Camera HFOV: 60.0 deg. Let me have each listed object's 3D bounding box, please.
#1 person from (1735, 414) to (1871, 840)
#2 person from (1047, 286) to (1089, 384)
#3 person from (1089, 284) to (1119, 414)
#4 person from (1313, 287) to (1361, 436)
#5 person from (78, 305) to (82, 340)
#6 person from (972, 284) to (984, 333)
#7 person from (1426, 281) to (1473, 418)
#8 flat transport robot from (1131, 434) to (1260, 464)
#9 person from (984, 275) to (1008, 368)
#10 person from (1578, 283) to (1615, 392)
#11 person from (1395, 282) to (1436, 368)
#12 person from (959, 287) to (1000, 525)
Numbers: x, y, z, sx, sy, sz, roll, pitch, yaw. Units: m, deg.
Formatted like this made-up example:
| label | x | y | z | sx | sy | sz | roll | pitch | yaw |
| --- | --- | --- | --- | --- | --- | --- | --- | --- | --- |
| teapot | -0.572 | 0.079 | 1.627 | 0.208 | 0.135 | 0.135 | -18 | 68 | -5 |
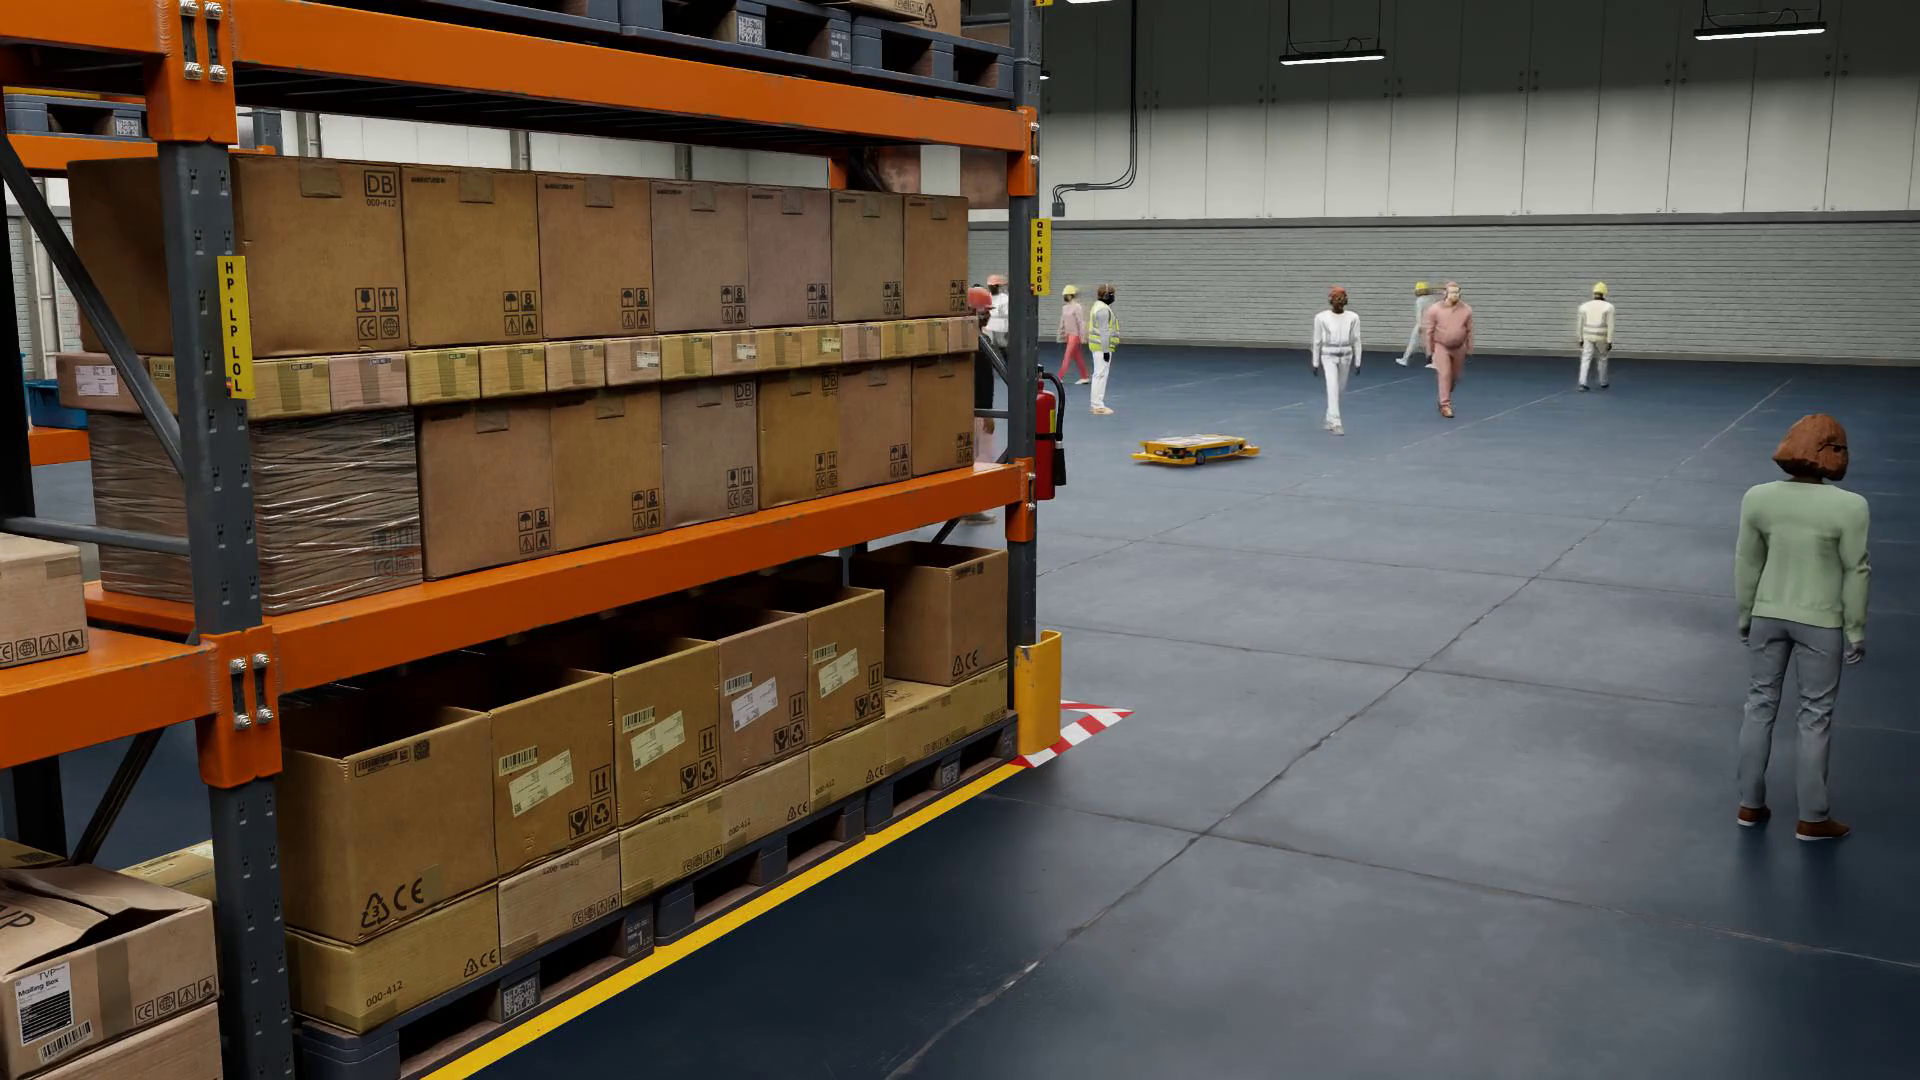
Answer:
| label | x | y | z | sx | sy | sz | roll | pitch | yaw |
| --- | --- | --- | --- | --- | --- | --- | --- | --- | --- |
| person | 3.227 | 0.330 | 6.396 | 0.280 | 1.633 | 0.498 | -7 | 12 | -36 |
| person | 1.892 | -3.529 | 28.758 | 0.921 | 1.716 | 0.545 | -5 | 11 | -26 |
| person | 2.035 | -2.690 | 23.517 | 0.429 | 1.838 | 0.630 | 0 | 10 | -1 |
| person | 4.747 | -2.267 | 20.993 | 0.584 | 1.849 | 0.935 | -1 | 10 | -4 |
| person | -14.727 | -3.581 | 28.616 | 0.665 | 1.856 | 0.971 | 6 | 11 | 30 |
| person | 0.317 | -4.006 | 31.595 | 0.530 | 1.697 | 0.321 | 3 | 10 | 17 |
| person | 6.834 | -2.672 | 23.260 | 0.650 | 1.883 | 0.822 | -1 | 10 | -3 |
| flat transport robot | 2.582 | -1.001 | 18.173 | 1.431 | 0.197 | 0.652 | -9 | 13 | -43 |
| person | 0.664 | -3.842 | 30.048 | 0.549 | 1.906 | 0.955 | 5 | 11 | 26 |
| person | 10.488 | -3.338 | 27.439 | 0.611 | 1.786 | 0.924 | 8 | 13 | 39 |
| person | 9.225 | -4.312 | 33.406 | 0.487 | 1.689 | 0.910 | -8 | 12 | -38 |
| person | 0.063 | -1.080 | 13.640 | 0.544 | 1.977 | 0.629 | -4 | 11 | -24 |
